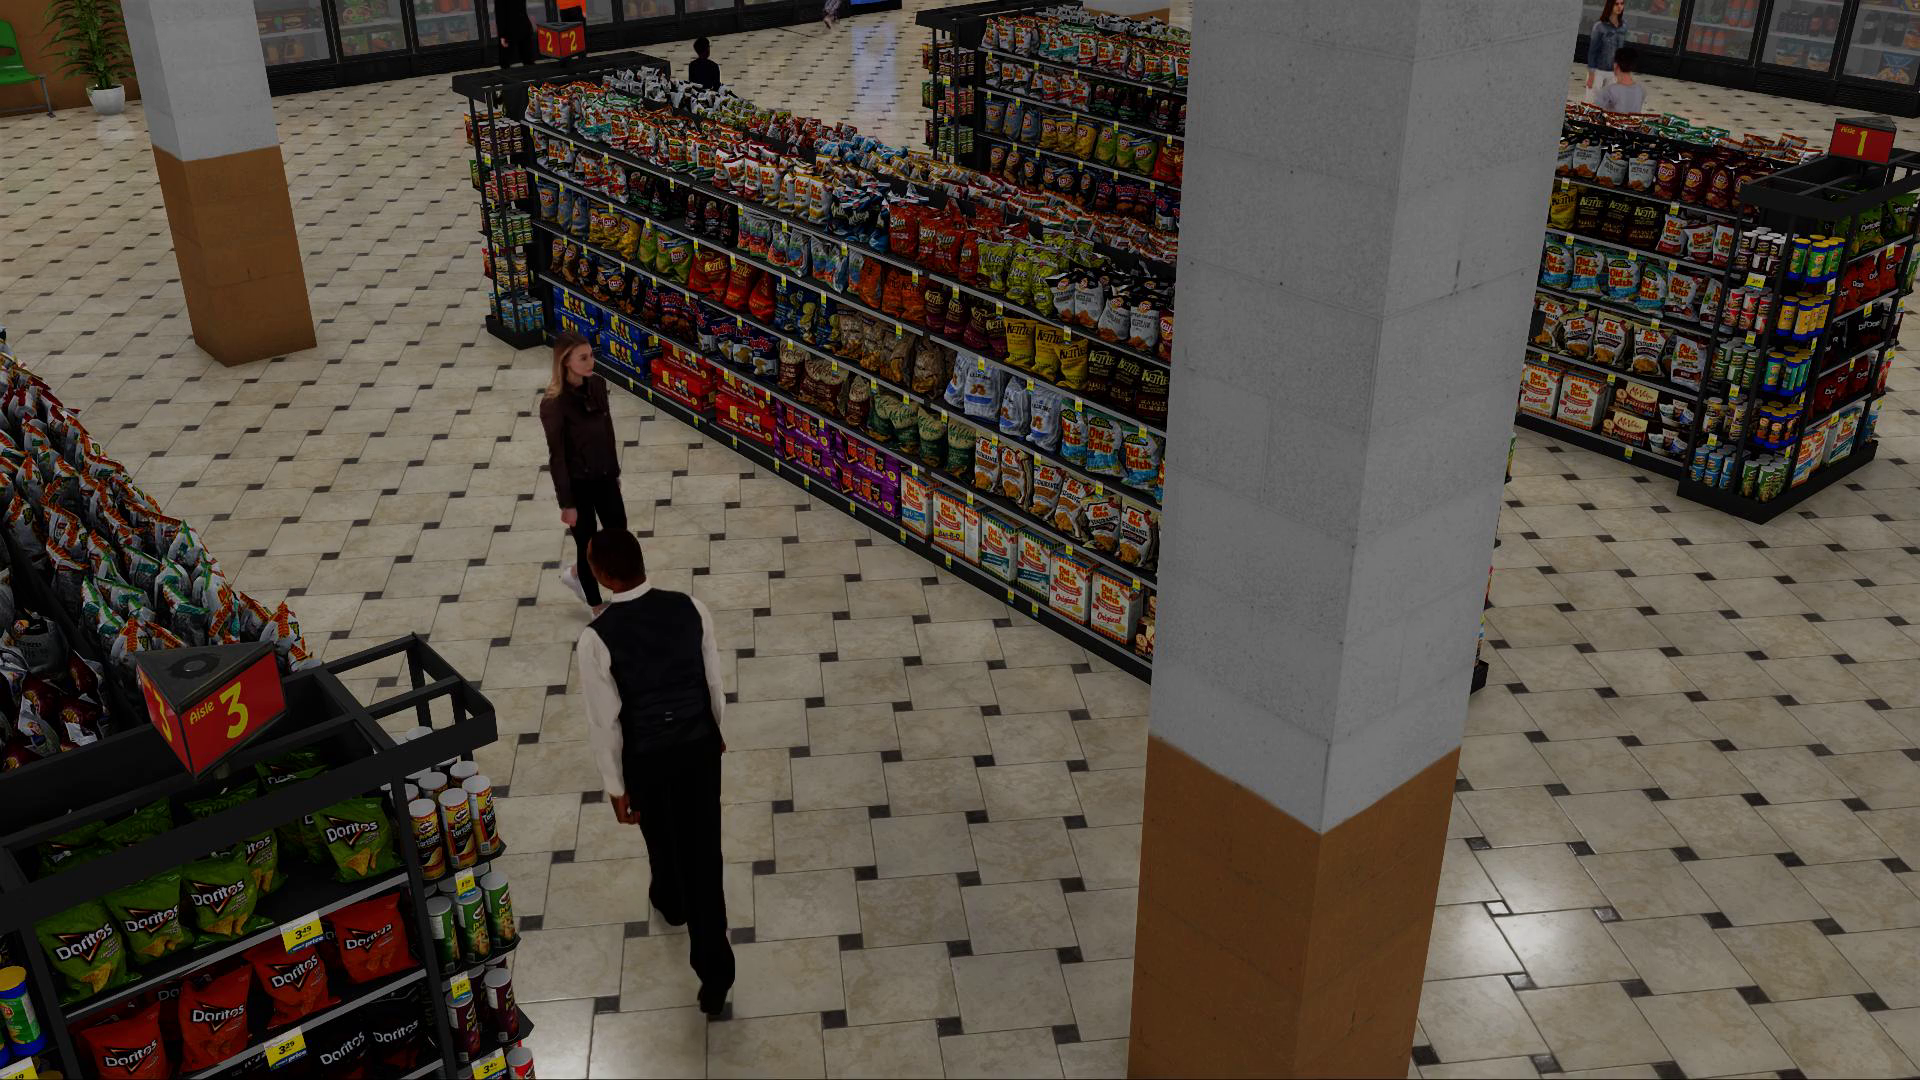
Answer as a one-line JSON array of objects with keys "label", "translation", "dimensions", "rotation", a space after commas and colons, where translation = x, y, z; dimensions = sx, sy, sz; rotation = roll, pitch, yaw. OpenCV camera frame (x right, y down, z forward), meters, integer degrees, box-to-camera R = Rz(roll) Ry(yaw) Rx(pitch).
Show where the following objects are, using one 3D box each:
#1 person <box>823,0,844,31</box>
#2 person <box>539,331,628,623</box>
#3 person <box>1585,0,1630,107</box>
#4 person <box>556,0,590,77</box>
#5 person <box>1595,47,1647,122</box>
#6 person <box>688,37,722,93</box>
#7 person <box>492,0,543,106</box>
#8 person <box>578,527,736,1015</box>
[{"label": "person", "translation": [-1.942, -8.451, 24.775], "dimensions": [1.064, 1.655, 1.003], "rotation": [11, 29, 20]}, {"label": "person", "translation": [-2.003, -0.304, 8.665], "dimensions": [0.822, 1.696, 0.751], "rotation": [15, 30, 27]}, {"label": "person", "translation": [6.963, -5.057, 18.030], "dimensions": [0.683, 1.702, 0.643], "rotation": [-9, 28, -17]}, {"label": "person", "translation": [-5.027, -6.856, 21.527], "dimensions": [0.602, 1.749, 0.745], "rotation": [16, 31, 28]}, {"label": "person", "translation": [5.693, -3.287, 14.406], "dimensions": [0.901, 1.824, 1.110], "rotation": [-7, 28, -14]}, {"label": "person", "translation": [-2.745, -4.780, 17.961], "dimensions": [0.602, 1.270, 0.673], "rotation": [6, 27, 12]}, {"label": "person", "translation": [-5.270, -6.099, 19.907], "dimensions": [1.155, 1.864, 0.868], "rotation": [18, 32, 31]}, {"label": "person", "translation": [-1.052, 0.874, 6.148], "dimensions": [1.011, 1.872, 1.343], "rotation": [-8, 28, -16]}]
